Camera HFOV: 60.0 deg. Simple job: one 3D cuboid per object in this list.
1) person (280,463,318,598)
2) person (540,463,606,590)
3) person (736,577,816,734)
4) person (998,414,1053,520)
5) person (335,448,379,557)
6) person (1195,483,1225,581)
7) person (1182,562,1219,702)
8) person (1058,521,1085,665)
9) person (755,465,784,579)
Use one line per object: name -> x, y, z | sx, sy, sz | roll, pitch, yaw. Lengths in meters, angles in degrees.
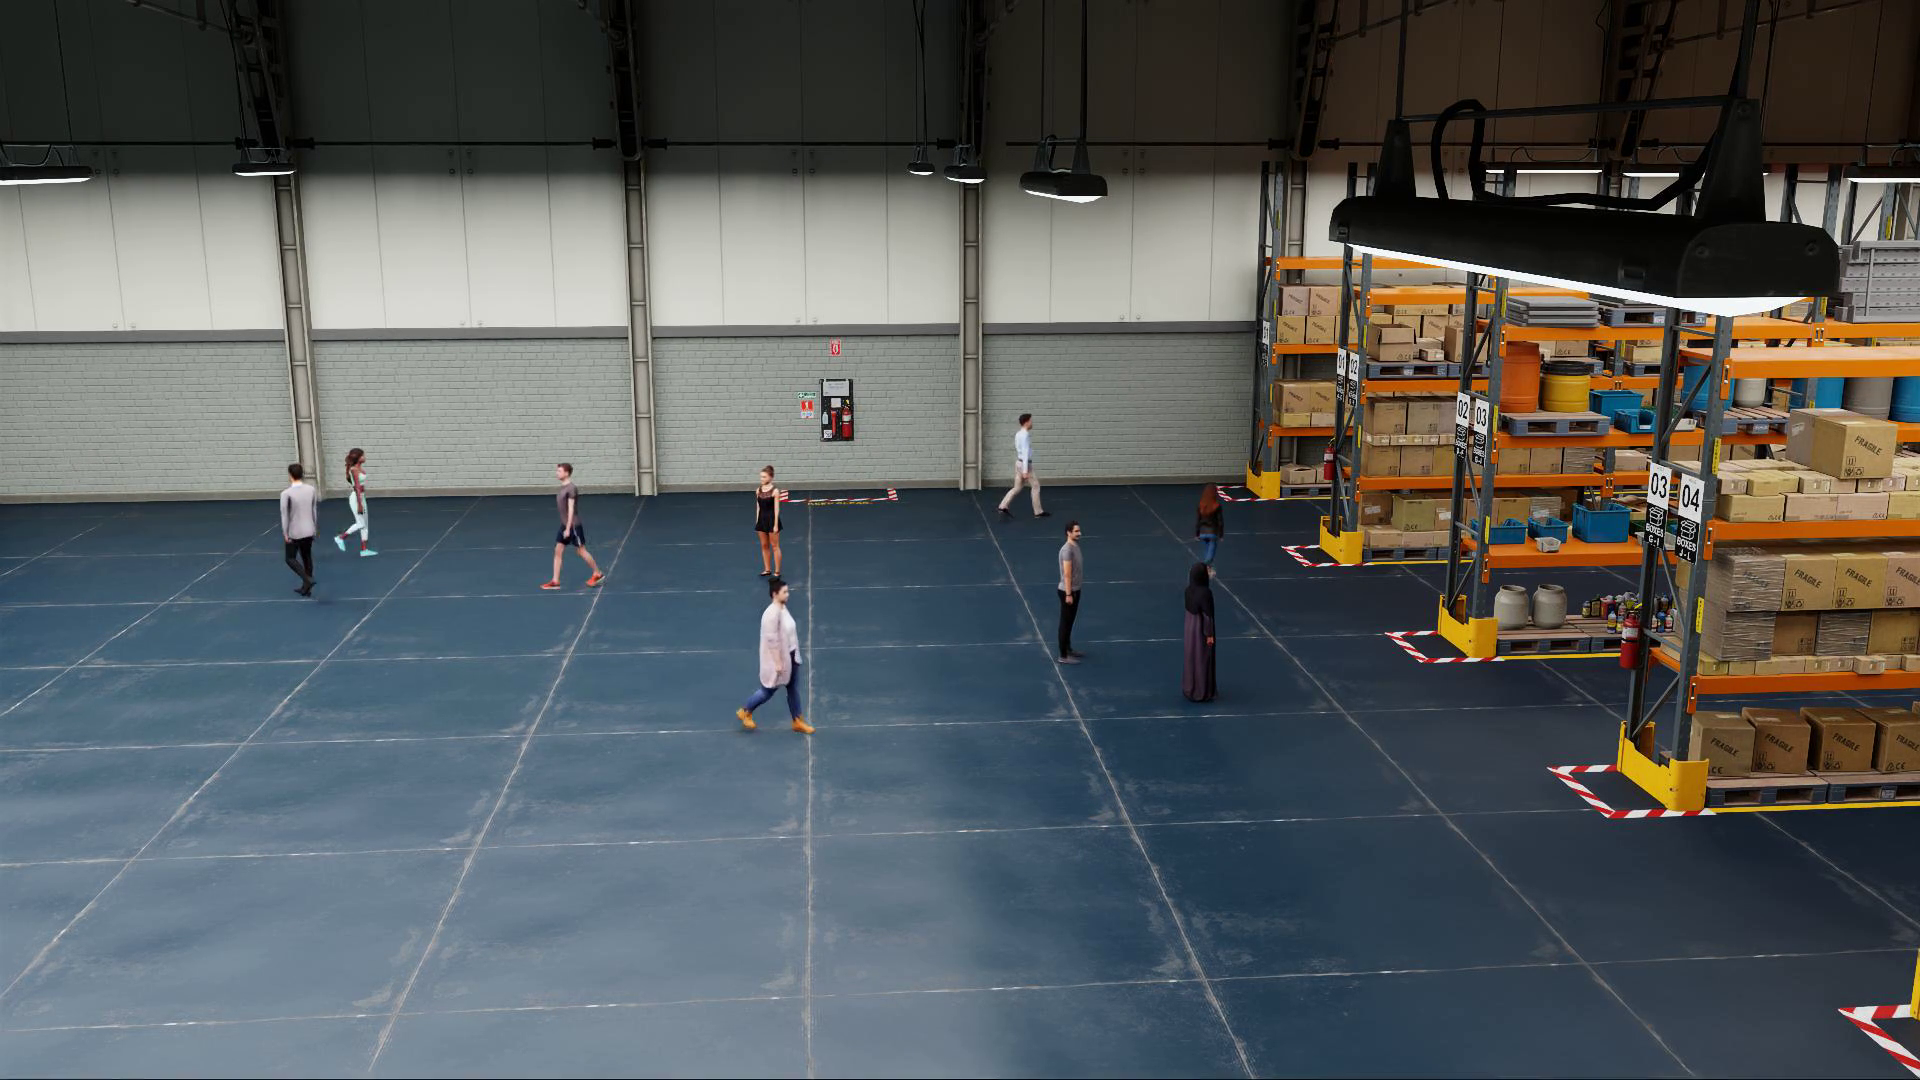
person -> -9.212, -0.118, 23.331 | 1.063, 1.910, 0.996 | 9, 16, 34
person -> -5.486, -0.181, 23.825 | 1.277, 1.811, 1.070 | -9, 16, -35
person -> -2.025, 1.261, 17.816 | 1.198, 1.713, 0.936 | 4, 14, 16
person -> 1.026, -1.225, 28.325 | 1.234, 1.815, 0.797 | -4, 14, -16
person -> -9.374, -0.560, 25.684 | 0.836, 1.711, 0.594 | -2, 13, -9
person -> 3.591, -0.078, 24.155 | 0.959, 1.461, 0.957 | 8, 15, 32
person -> 2.738, 1.030, 19.030 | 0.689, 1.615, 0.679 | -6, 14, -23
person -> 1.355, 0.618, 20.503 | 0.654, 1.753, 0.684 | 3, 13, 13
person -> -2.810, -0.269, 24.494 | 0.669, 1.679, 0.743 | 8, 15, 32
